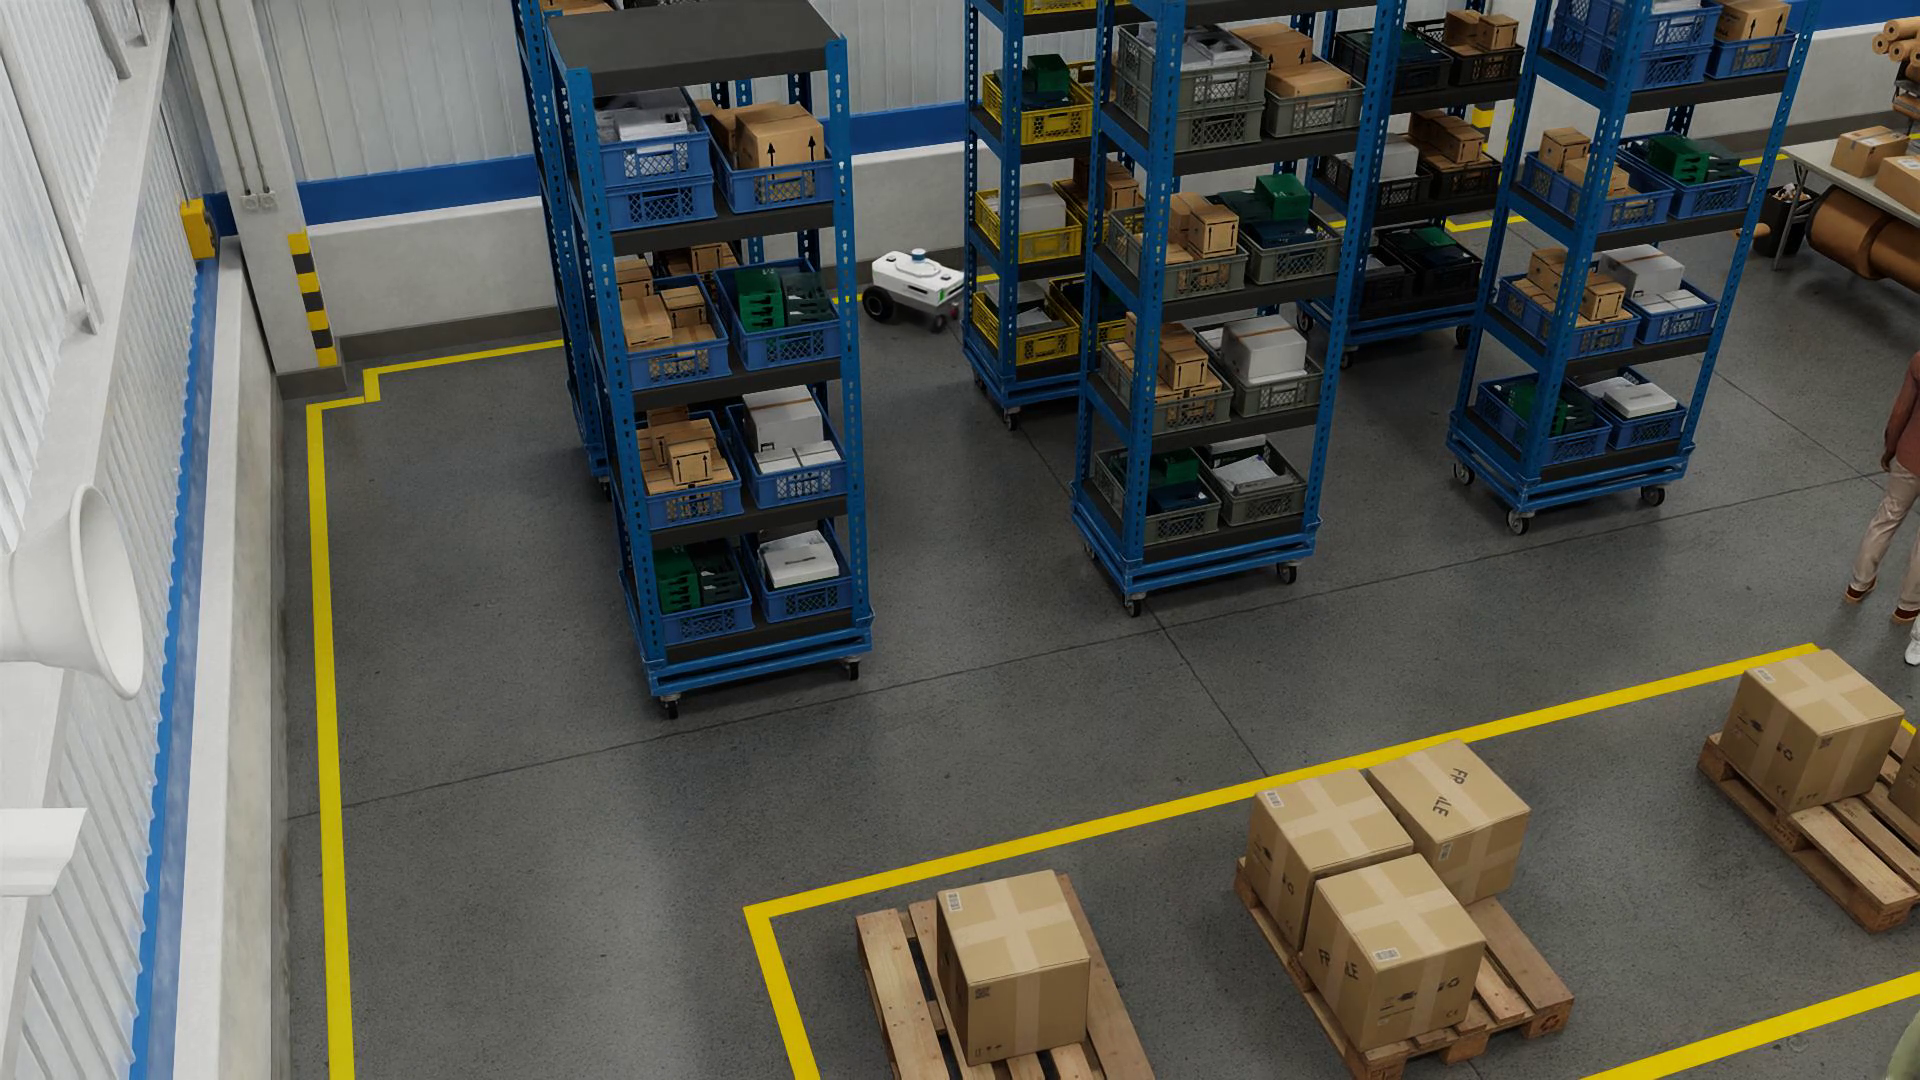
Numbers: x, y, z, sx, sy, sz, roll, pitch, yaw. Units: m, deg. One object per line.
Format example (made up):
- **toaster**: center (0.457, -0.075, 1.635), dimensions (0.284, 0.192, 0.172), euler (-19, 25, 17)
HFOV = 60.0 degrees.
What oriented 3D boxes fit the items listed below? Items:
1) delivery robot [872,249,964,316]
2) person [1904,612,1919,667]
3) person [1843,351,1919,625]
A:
- **delivery robot**: center (-0.307, -1.941, 12.461), dimensions (0.707, 0.478, 0.477), euler (23, 41, 29)
- **person**: center (5.507, 0.000, 8.851), dimensions (0.511, 1.641, 0.307), euler (12, 37, 16)
- **person**: center (5.388, -0.434, 9.160), dimensions (0.376, 1.997, 0.612), euler (-27, 43, -32)
